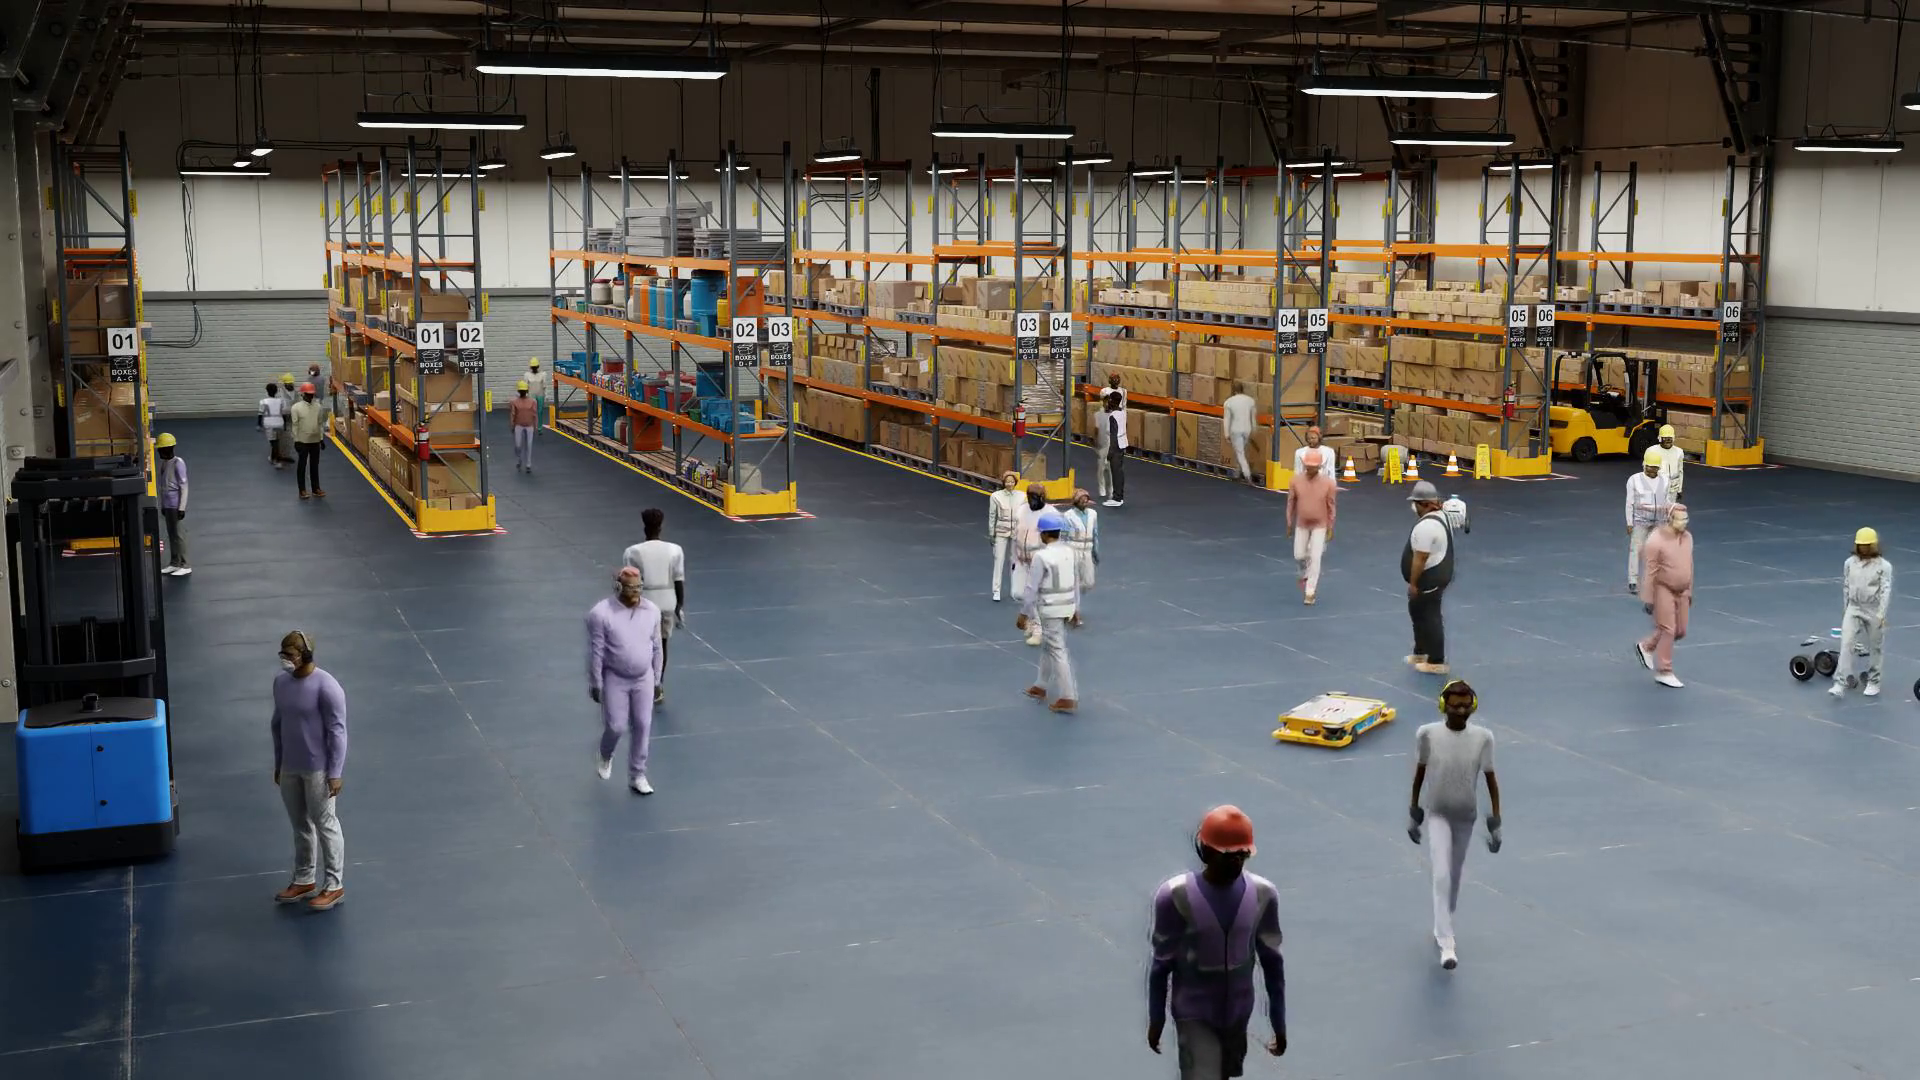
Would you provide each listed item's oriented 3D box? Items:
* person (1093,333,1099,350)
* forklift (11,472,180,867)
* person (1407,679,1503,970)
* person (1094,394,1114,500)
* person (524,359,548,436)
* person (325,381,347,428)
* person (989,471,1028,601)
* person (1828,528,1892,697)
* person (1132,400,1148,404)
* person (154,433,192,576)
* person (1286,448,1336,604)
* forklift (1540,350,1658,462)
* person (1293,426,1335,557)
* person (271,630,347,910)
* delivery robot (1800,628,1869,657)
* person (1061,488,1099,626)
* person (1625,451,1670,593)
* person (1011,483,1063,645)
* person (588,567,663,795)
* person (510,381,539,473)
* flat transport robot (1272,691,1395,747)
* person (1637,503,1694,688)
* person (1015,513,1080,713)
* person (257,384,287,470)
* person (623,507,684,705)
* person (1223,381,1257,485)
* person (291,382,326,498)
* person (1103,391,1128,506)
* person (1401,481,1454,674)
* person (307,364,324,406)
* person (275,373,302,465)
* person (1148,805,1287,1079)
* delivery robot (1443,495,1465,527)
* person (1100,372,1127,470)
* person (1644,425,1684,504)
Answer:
[{"bbox_3d":[3.405,-4.405,54.326,0.945,1.897,0.568,-4,9,-24],"label":"person"},{"bbox_3d":[-6.630,0.886,15.957,1.129,2.768,1.873,-3,9,-21],"label":"forklift"},{"bbox_3d":[3.158,1.792,13.299,0.560,1.815,0.977,0,9,3],"label":"person"},{"bbox_3d":[2.528,-1.615,36.019,0.495,1.820,0.937,0,9,1],"label":"person"},{"bbox_3d":[-9.464,-3.176,46.786,0.531,1.712,0.937,-2,9,-13],"label":"person"},{"bbox_3d":[-14.395,-3.492,48.574,0.537,1.813,0.995,5,10,31],"label":"person"},{"bbox_3d":[0.612,-0.055,26.215,0.523,1.636,0.311,-2,9,-13],"label":"person"},{"bbox_3d":[8.937,0.732,20.734,0.499,1.704,0.868,8,12,42],"label":"person"},{"bbox_3d":[4.034,-3.291,46.784,0.543,1.940,0.361,-3,9,-20],"label":"person"},{"bbox_3d":[-10.571,-0.481,28.104,0.590,1.923,0.383,8,12,44],"label":"person"},{"bbox_3d":[4.382,-0.202,26.117,0.622,1.962,0.673,3,9,19],"label":"person"},{"bbox_3d":[12.897,-2.725,42.309,2.313,2.155,1.214,-3,9,-21],"label":"forklift"},{"bbox_3d":[5.000,-0.682,29.614,0.609,1.868,0.420,3,9,20],"label":"person"},{"bbox_3d":[-4.481,1.567,14.396,0.635,1.937,0.354,5,10,30],"label":"person"},{"bbox_3d":[9.018,1.027,21.547,0.335,0.223,0.698,-6,11,-33],"label":"delivery robot"},{"bbox_3d":[1.372,0.184,24.645,0.548,1.620,0.449,-6,11,-36],"label":"person"},{"bbox_3d":[8.815,-0.236,26.807,0.588,1.823,0.403,-1,9,-7],"label":"person"},{"bbox_3d":[0.845,0.262,23.457,0.662,1.827,0.447,6,10,34],"label":"person"},{"bbox_3d":[-2.763,1.144,17.346,0.648,1.891,0.530,-5,10,-30],"label":"person"},{"bbox_3d":[-8.278,-2.149,39.820,0.527,1.753,0.478,-2,9,-13],"label":"person"},{"bbox_3d":[3.489,1.656,19.480,0.652,0.197,1.431,5,10,31],"label":"flat transport robot"},{"bbox_3d":[7.217,0.537,21.479,0.666,1.884,0.627,-5,10,-31],"label":"person"},{"bbox_3d":[0.814,0.690,20.350,0.893,1.910,0.628,6,11,37],"label":"person"},{"bbox_3d":[-13.285,-2.197,40.425,0.542,1.641,0.901,-8,12,-43],"label":"person"},{"bbox_3d":[-2.995,0.646,20.547,0.610,1.942,0.841,-3,9,-19],"label":"person"},{"bbox_3d":[5.116,-1.936,37.951,0.638,1.898,0.937,-3,9,-20],"label":"person"},{"bbox_3d":[-11.267,-1.735,36.224,0.375,1.996,0.611,7,11,37],"label":"person"},{"bbox_3d":[2.621,-1.540,35.170,0.392,1.922,0.593,3,9,17],"label":"person"},{"bbox_3d":[4.856,0.393,22.029,0.677,2.000,0.716,5,10,28],"label":"person"},{"bbox_3d":[-14.491,-3.177,47.109,0.527,1.606,0.381,4,9,23],"label":"person"},{"bbox_3d":[-13.173,-2.389,41.247,0.702,1.788,0.621,5,10,30],"label":"person"},{"bbox_3d":[1.235,2.227,9.736,0.628,2.008,0.923,-2,9,-15],"label":"person"},{"bbox_3d":[7.619,-0.453,32.291,0.477,0.478,0.707,2,9,13],"label":"delivery robot"},{"bbox_3d":[2.956,-2.289,40.295,0.575,1.882,0.359,-3,9,-21],"label":"person"},{"bbox_3d":[10.149,-0.751,30.204,0.588,1.833,0.404,-1,9,-5],"label":"person"}]
